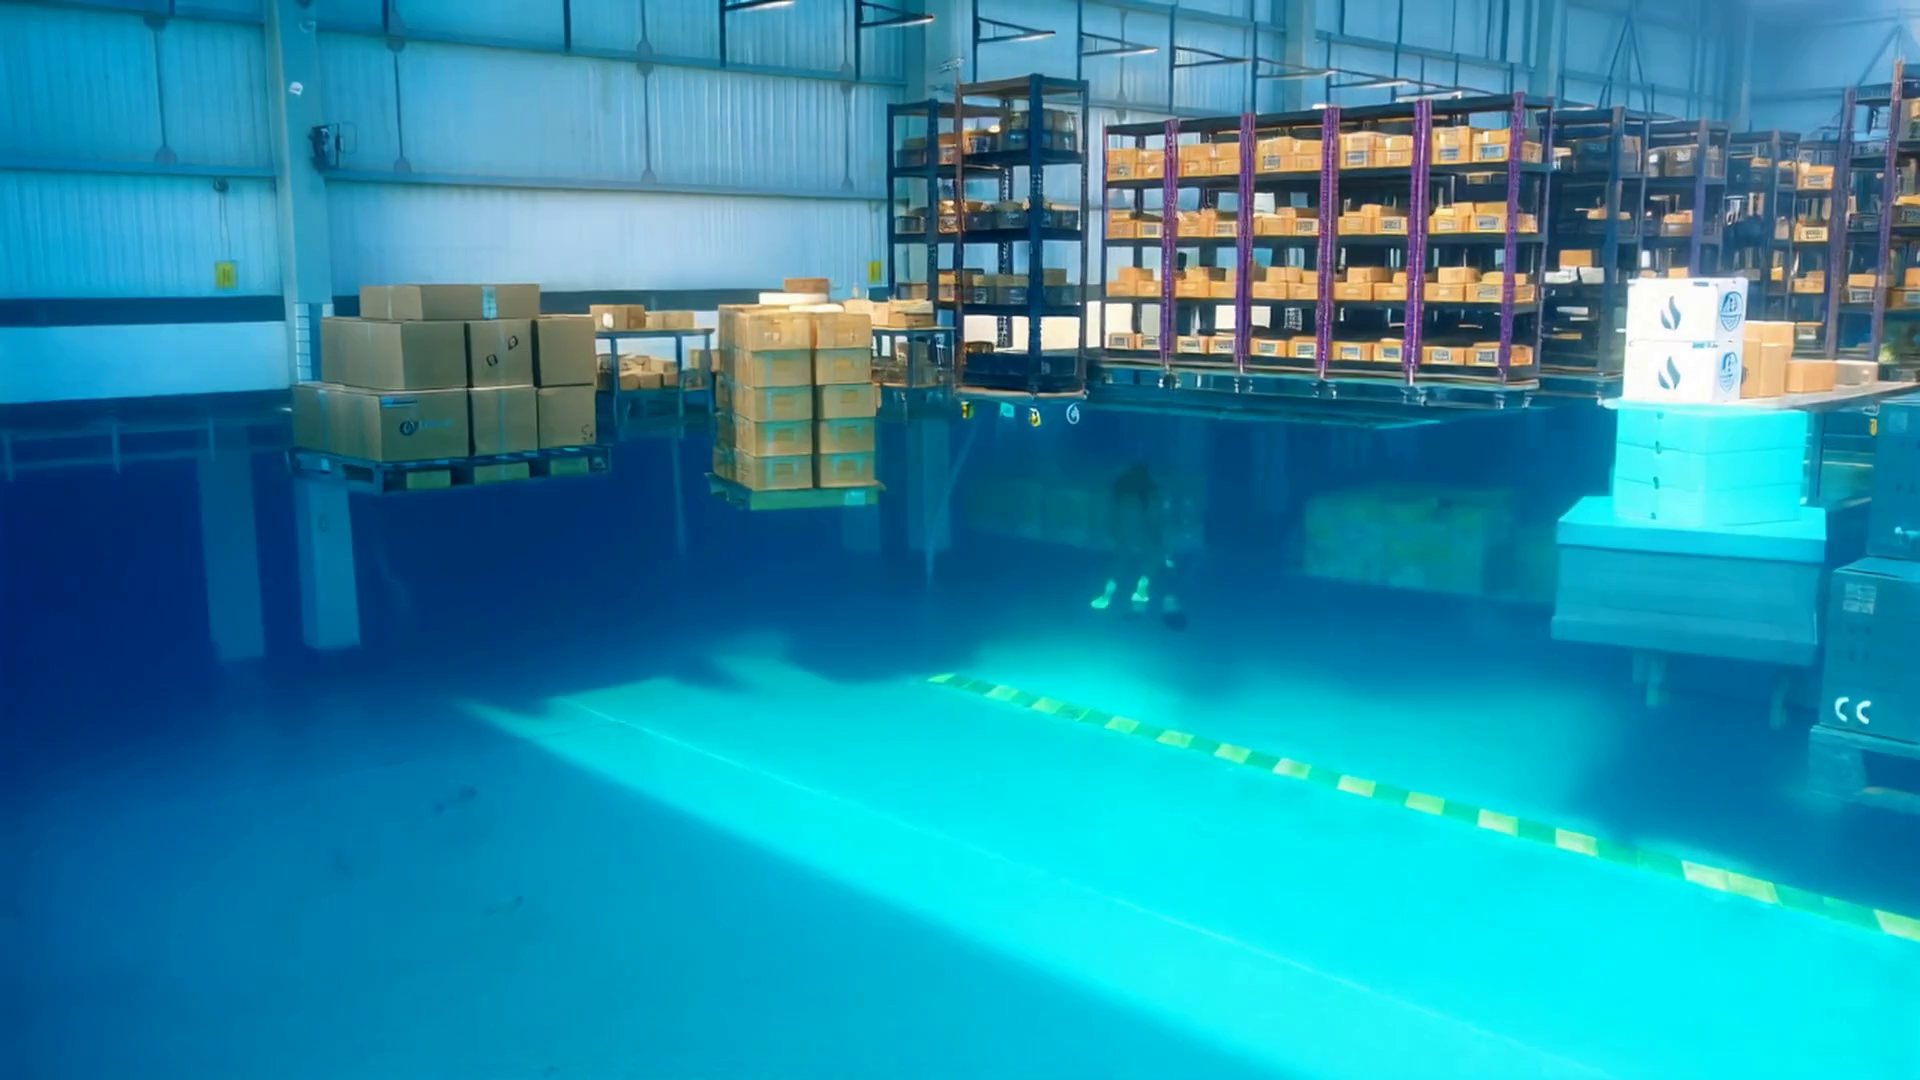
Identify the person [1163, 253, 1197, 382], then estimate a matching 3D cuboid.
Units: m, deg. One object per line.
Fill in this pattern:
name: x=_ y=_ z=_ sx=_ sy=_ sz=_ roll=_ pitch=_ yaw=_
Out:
person: x=3.180 y=-3.207 z=24.024 sx=0.564 sy=1.838 sz=0.389 roll=7 pitch=12 yaw=37
